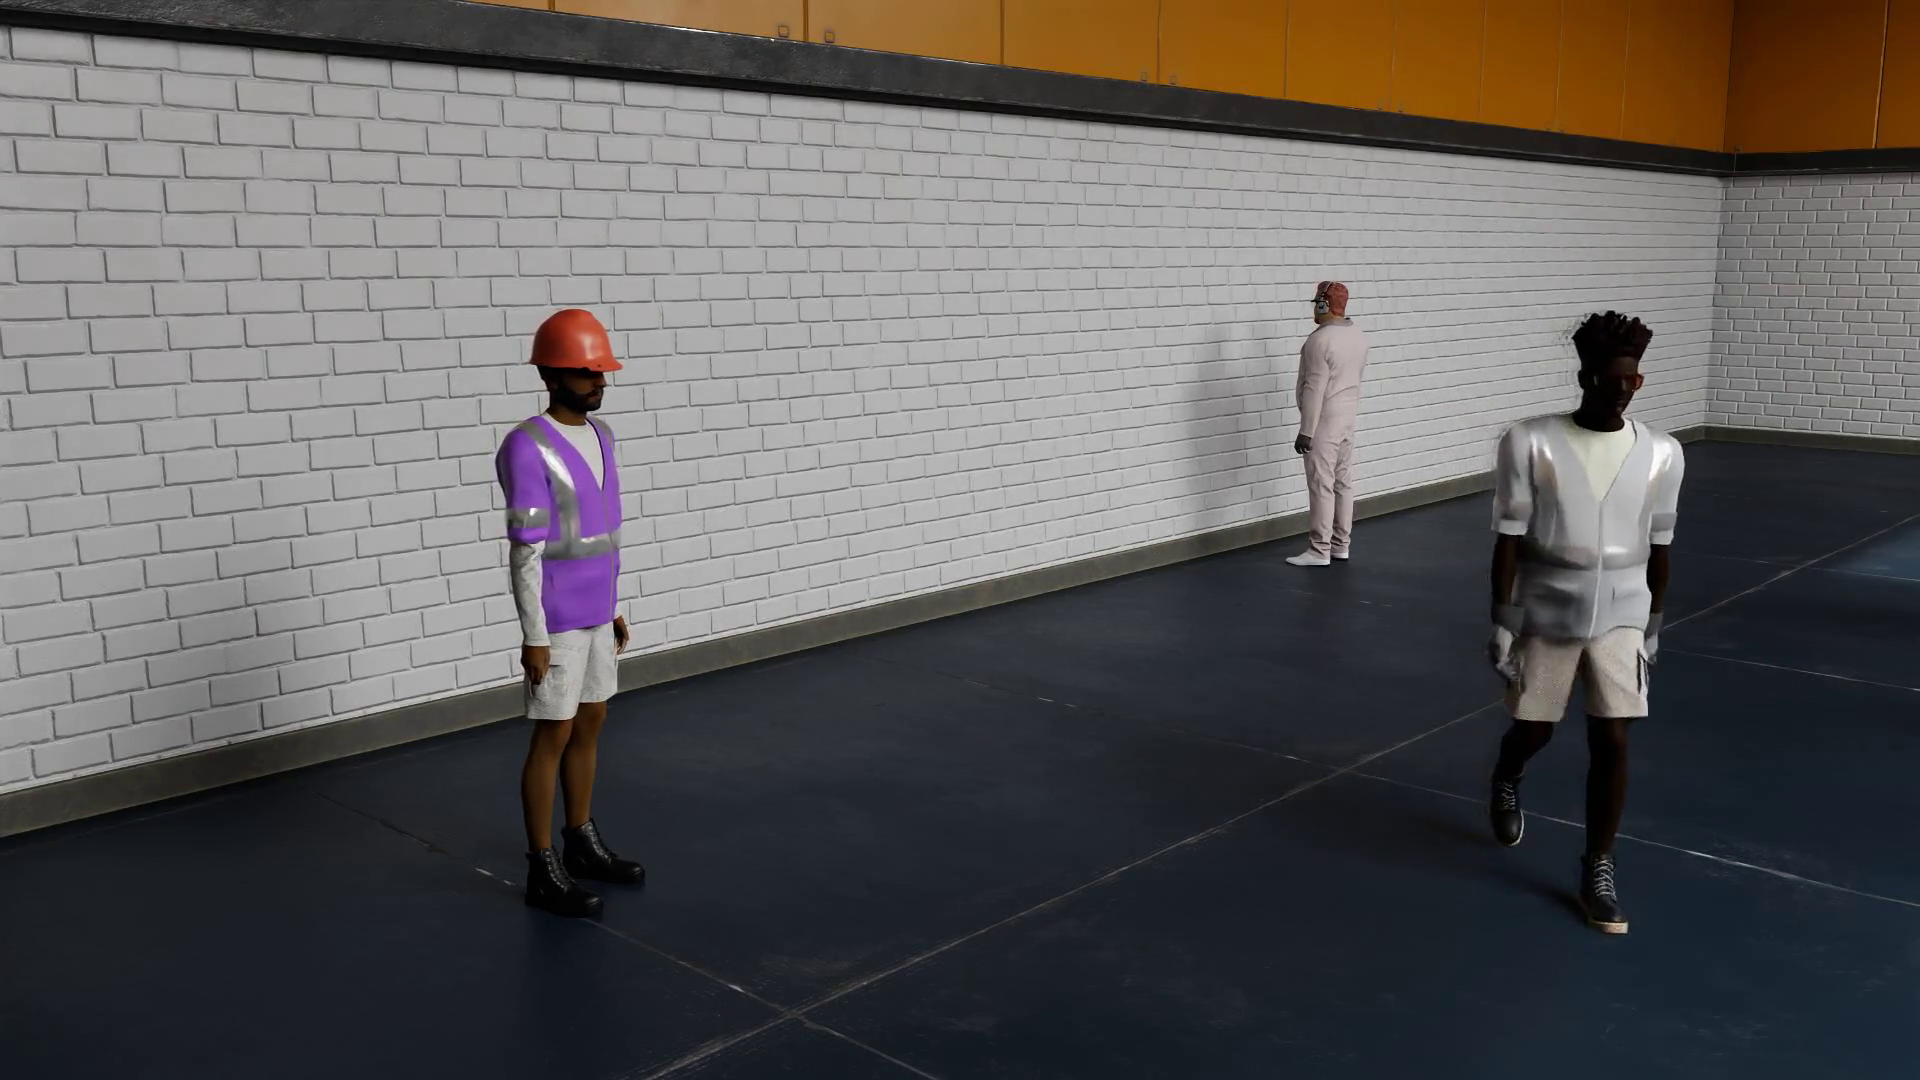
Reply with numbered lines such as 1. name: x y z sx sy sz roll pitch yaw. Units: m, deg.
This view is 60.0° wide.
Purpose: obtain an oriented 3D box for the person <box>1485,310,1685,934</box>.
1. person: 1.994 0.219 5.417 0.613 1.942 0.790 1 10 4

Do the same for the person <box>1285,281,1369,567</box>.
1. person: 2.449 -0.772 11.159 0.410 1.909 0.643 9 13 40

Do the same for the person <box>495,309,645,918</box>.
1. person: -1.228 0.229 5.372 0.373 1.934 0.551 3 10 18
